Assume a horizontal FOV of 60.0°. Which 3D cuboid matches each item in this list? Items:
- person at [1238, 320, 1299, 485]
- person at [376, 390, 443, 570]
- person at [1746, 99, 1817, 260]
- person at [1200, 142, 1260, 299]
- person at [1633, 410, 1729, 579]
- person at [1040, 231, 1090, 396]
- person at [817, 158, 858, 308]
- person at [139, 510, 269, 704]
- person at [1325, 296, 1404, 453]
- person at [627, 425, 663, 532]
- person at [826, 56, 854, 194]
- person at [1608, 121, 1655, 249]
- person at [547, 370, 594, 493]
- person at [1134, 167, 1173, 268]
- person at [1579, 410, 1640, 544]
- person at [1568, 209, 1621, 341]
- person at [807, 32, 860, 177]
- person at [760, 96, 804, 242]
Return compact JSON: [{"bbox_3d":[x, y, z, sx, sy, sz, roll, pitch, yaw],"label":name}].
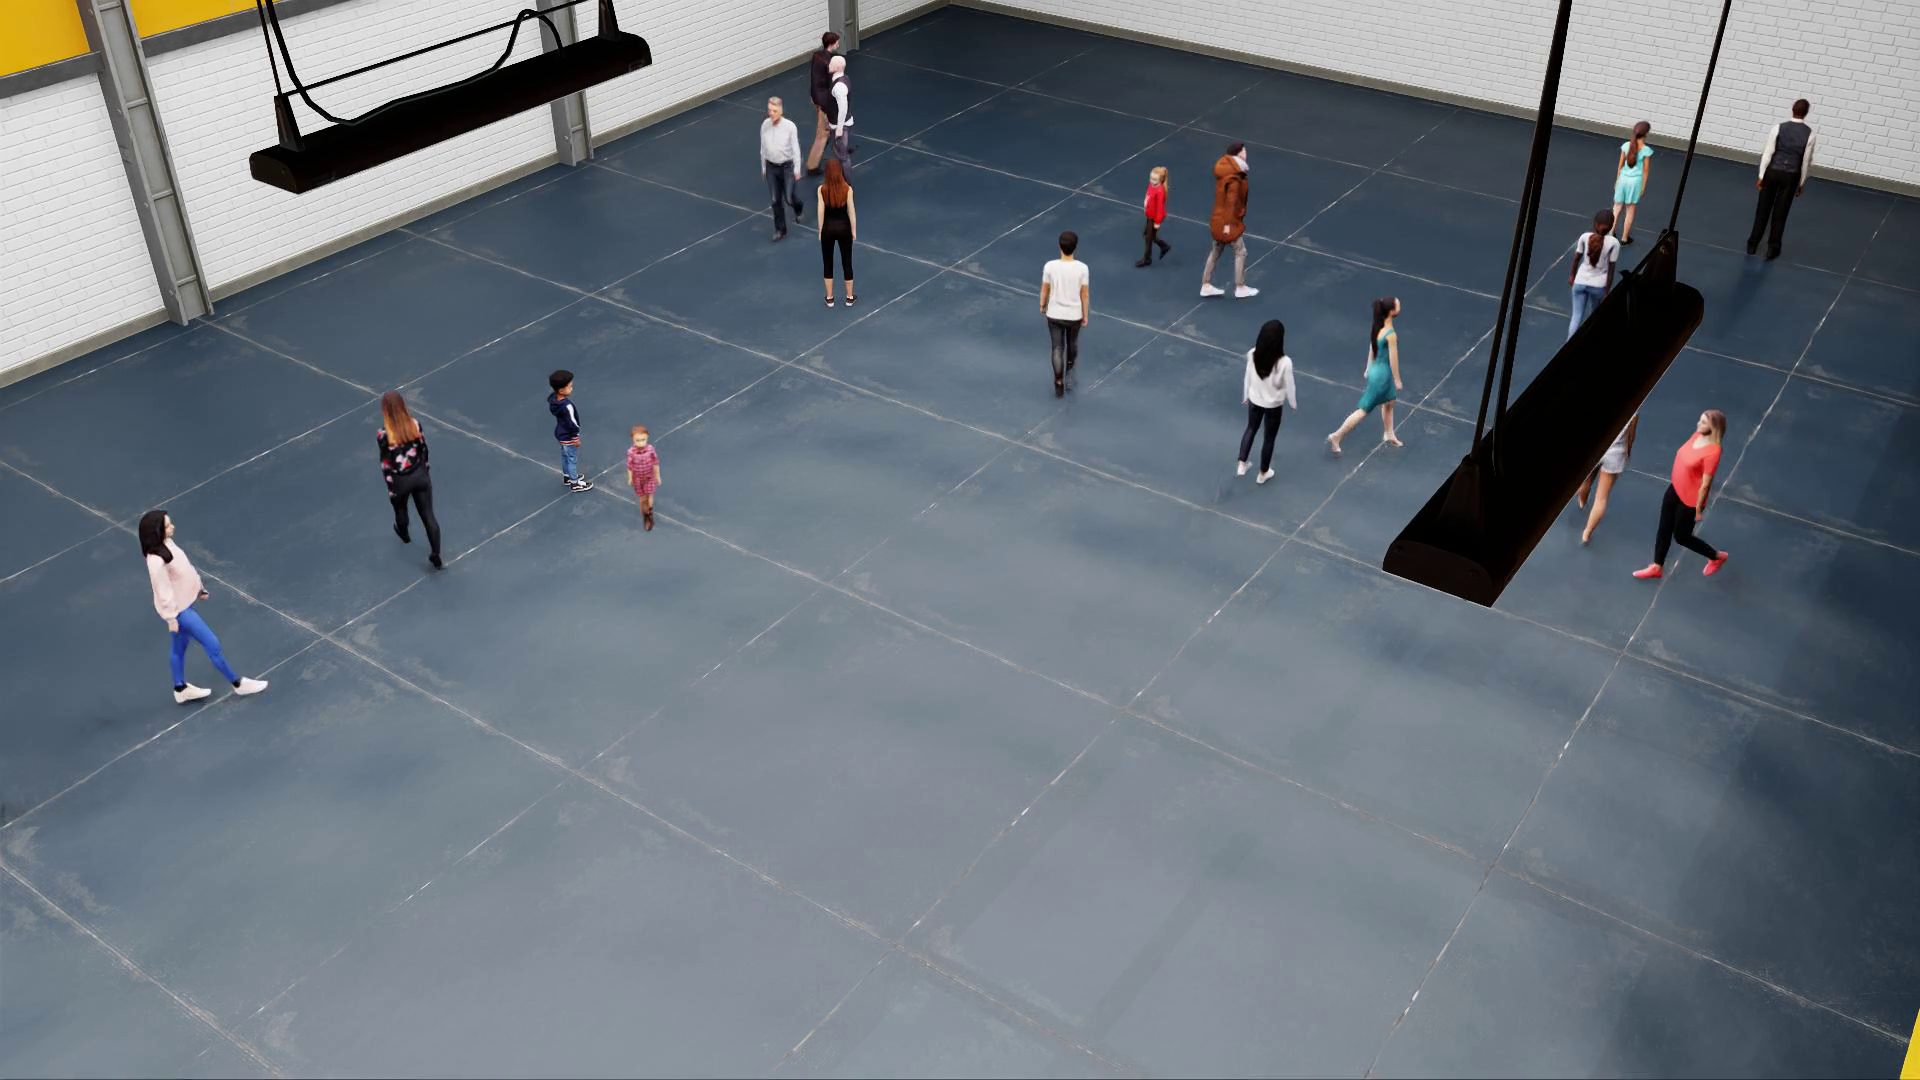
[{"bbox_3d":[2.830,-1.259,15.474,0.640,1.697,0.591,23,40,31],"label":"person"},{"bbox_3d":[-4.715,-0.476,14.346,1.032,1.643,0.883,-22,39,-29],"label":"person"},{"bbox_3d":[9.823,-4.326,19.889,0.704,1.917,0.578,19,38,26],"label":"person"},{"bbox_3d":[2.945,-3.597,18.895,1.061,1.804,1.001,-5,34,-7],"label":"person"},{"bbox_3d":[6.260,-0.346,14.120,0.986,1.675,0.987,-1,34,-1],"label":"person"},{"bbox_3d":[1.071,-2.292,17.037,0.989,1.687,1.131,1,34,1],"label":"person"},{"bbox_3d":[-1.403,-3.476,18.783,0.653,1.726,0.686,-1,34,-1],"label":"person"},{"bbox_3d":[-6.064,0.541,12.724,1.076,1.744,0.990,-9,35,-14],"label":"person"},{"bbox_3d":[3.940,-1.525,15.920,1.030,1.647,1.022,-3,34,-4],"label":"person"},{"bbox_3d":[-2.873,-0.615,15.120,0.553,1.016,0.613,-10,35,-14],"label":"person"},{"bbox_3d":[-1.548,-5.365,21.537,0.842,1.823,0.757,-2,34,-4],"label":"person"},{"bbox_3d":[8.163,-4.351,20.252,0.572,1.557,0.559,27,42,35],"label":"person"},{"bbox_3d":[-3.684,-1.027,15.554,0.593,1.222,0.583,-19,38,-27],"label":"person"},{"bbox_3d":[2.354,-3.840,19.752,0.808,1.261,0.722,-8,35,-12],"label":"person"},{"bbox_3d":[5.722,-0.704,14.754,0.667,1.571,1.060,16,37,22],"label":"person"},{"bbox_3d":[6.622,-2.627,17.547,0.665,1.680,1.111,18,38,25],"label":"person"},{"bbox_3d":[-1.847,-5.752,22.082,1.245,1.864,1.007,-21,39,-28],"label":"person"},{"bbox_3d":[-2.163,-4.591,20.392,0.792,1.803,0.967,11,35,16],"label":"person"}]
